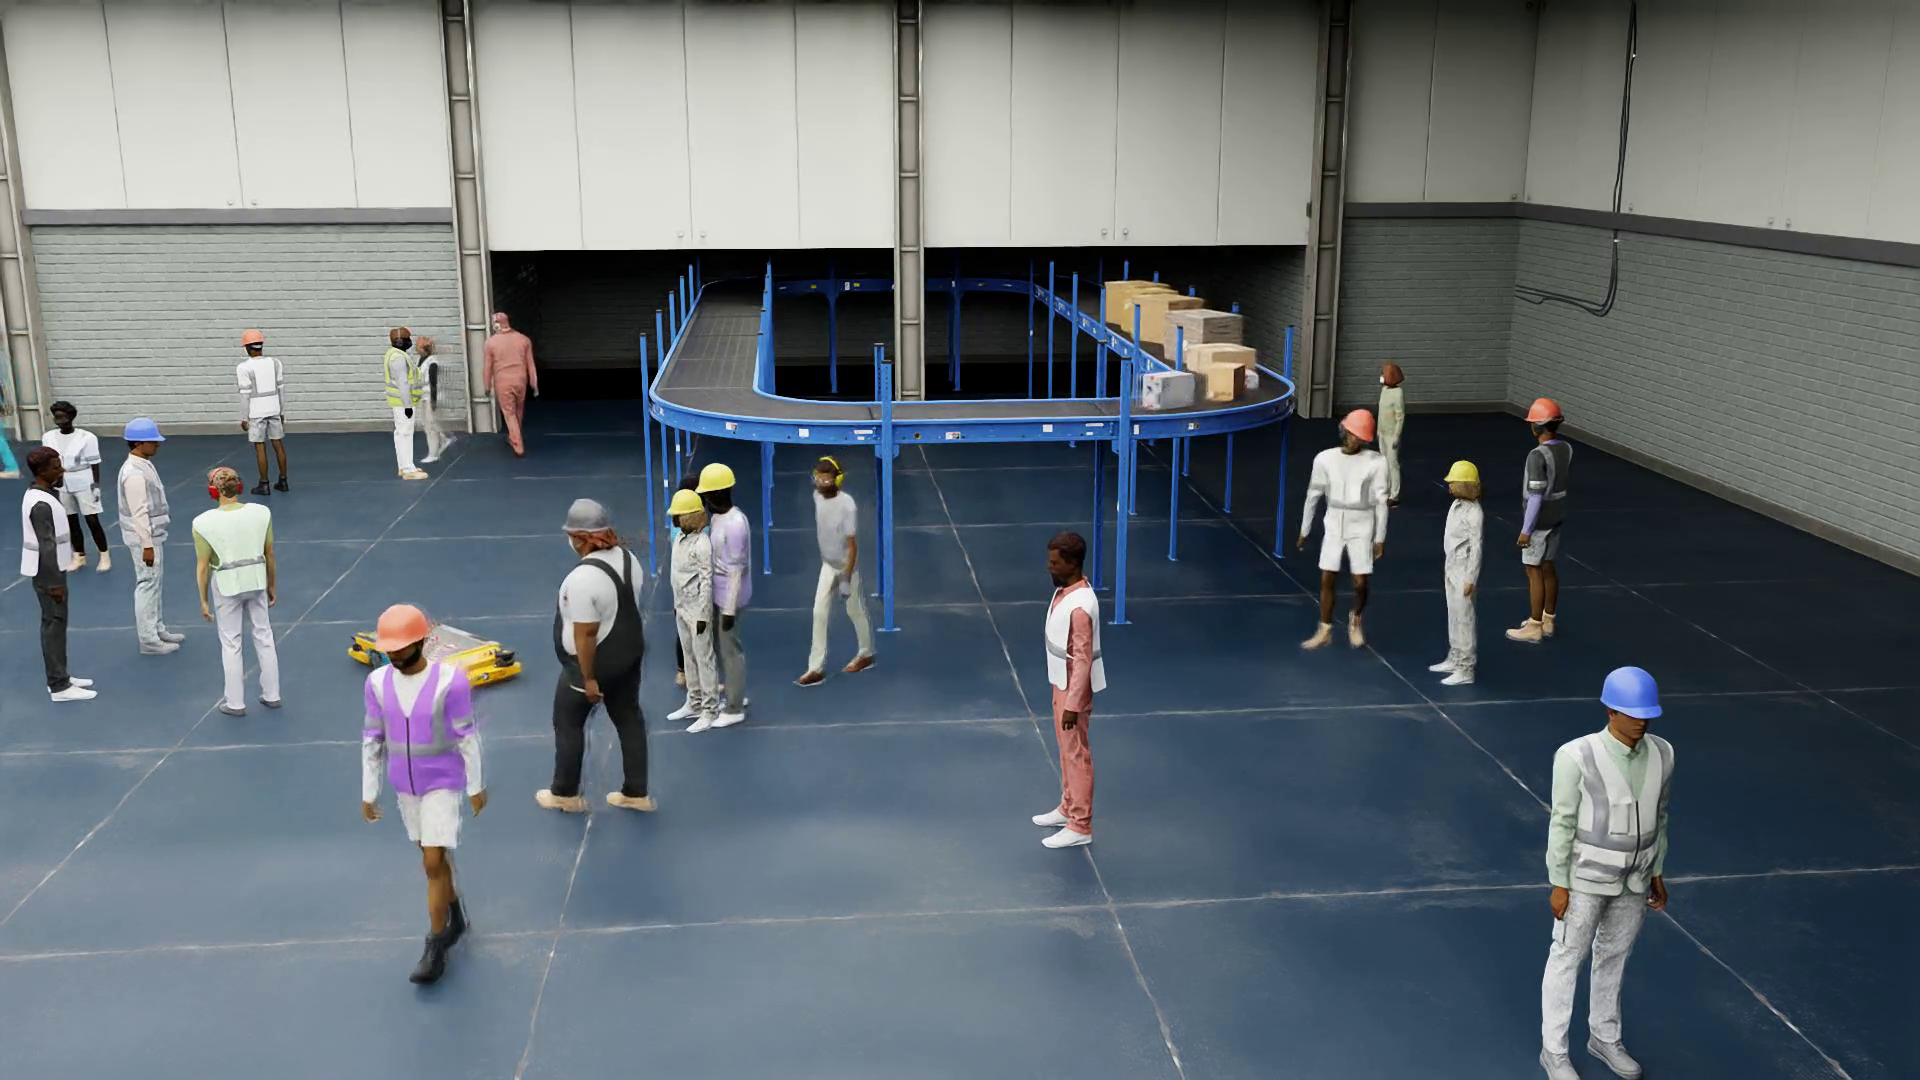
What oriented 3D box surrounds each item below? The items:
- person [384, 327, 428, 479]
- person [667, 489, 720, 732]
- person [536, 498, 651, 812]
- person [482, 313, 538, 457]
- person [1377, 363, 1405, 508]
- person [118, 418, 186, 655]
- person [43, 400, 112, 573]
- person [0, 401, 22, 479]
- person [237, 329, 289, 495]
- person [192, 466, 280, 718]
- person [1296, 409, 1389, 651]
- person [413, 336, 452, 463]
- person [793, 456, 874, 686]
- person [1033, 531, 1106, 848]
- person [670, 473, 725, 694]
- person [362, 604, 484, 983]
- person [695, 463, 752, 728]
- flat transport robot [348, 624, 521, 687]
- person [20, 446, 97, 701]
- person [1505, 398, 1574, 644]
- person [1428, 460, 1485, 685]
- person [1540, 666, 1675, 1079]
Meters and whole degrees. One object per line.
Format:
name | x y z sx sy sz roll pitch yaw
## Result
person | -6.739 -1.664 20.215 0.429 1.845 0.621 -7 16 -25
person | -1.905 0.490 11.799 0.296 1.744 0.486 -9 17 -33
person | -2.324 0.699 10.359 0.838 2.000 0.693 7 16 26
person | -5.884 -2.035 21.683 0.664 1.849 0.928 -10 17 -35
person | 4.818 -1.178 18.693 0.267 1.632 0.507 -2 14 -9
person | -6.580 -0.031 13.498 0.411 1.939 0.601 -5 15 -21
person | -8.462 -0.505 15.900 0.535 1.691 0.320 1 14 2
person | -11.930 -1.617 20.127 0.987 1.788 0.554 -1 14 -4
person | -8.107 -1.483 19.311 0.364 1.933 0.543 10 17 35
person | -5.219 0.379 12.058 0.389 1.837 0.561 13 19 43
person | 3.107 -0.077 13.510 0.744 2.018 0.444 9 16 31
person | -6.743 -1.794 21.180 0.396 1.625 0.516 -11 18 -37
person | -0.954 0.230 12.720 0.528 1.798 0.946 11 18 38
person | 0.664 0.878 9.895 0.391 1.917 0.593 -1 14 -5
person | -1.994 0.328 12.539 0.317 1.696 0.540 -8 16 -30
person | -2.760 1.260 8.372 0.574 1.902 0.845 3 14 10
person | -1.675 0.396 11.834 0.382 1.918 0.588 -5 15 -20
flat transport robot | -4.178 0.894 13.170 1.431 0.197 0.652 12 18 39
person | -6.788 0.246 12.420 0.396 1.919 0.590 -8 16 -28
person | 4.797 -0.161 13.800 0.387 2.038 0.615 13 19 42
person | 3.831 0.245 12.777 0.320 1.742 0.492 -1 14 -3
person | 2.879 1.486 7.395 0.603 1.949 0.389 -4 15 -16
